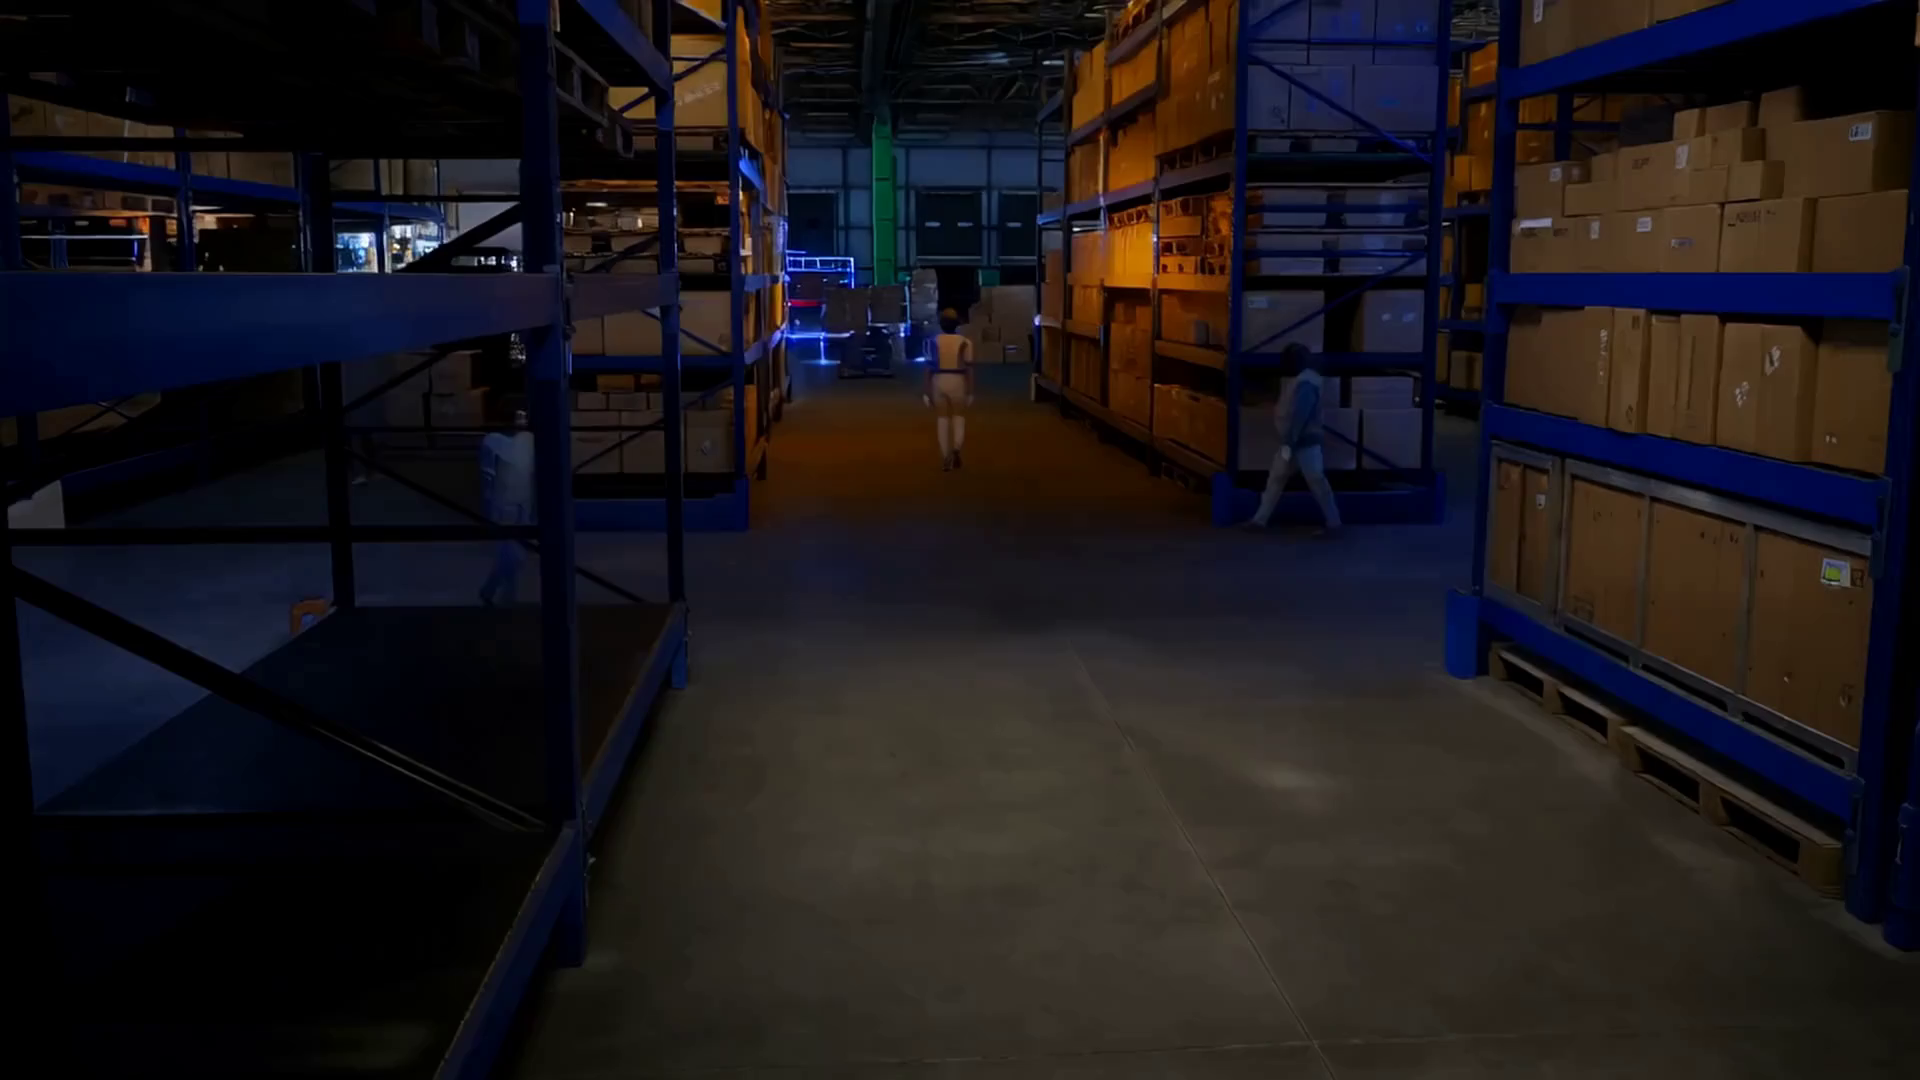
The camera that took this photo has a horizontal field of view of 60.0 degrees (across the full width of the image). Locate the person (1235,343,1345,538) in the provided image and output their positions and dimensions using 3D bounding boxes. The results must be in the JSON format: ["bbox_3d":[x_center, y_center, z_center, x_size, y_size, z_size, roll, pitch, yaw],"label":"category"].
[{"bbox_3d":[3.082,-0.898,15.203,0.979,1.795,0.626,-1,9,-6],"label":"person"}]

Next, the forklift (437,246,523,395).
[{"bbox_3d":[-7.214,-2.966,24.754,1.129,2.768,1.873,-1,9,-4],"label":"forklift"}]

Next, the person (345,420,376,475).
[{"bbox_3d":[-7.285,-1.626,20.034,0.533,1.700,0.318,-6,11,-32],"label":"person"}]

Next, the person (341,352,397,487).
[{"bbox_3d":[-6.792,-1.569,19.092,0.657,1.886,0.598,1,9,9],"label":"person"}]

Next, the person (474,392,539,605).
[{"bbox_3d":[-3.050,-0.197,11.293,0.379,1.623,0.500,4,10,24],"label":"person"}]

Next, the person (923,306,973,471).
[{"bbox_3d":[-0.153,-1.852,20.434,0.611,2.026,0.424,0,9,-1],"label":"person"}]

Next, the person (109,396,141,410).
[{"bbox_3d":[-14.965,-3.335,29.700,0.537,2.000,0.682,4,10,25],"label":"person"}]
